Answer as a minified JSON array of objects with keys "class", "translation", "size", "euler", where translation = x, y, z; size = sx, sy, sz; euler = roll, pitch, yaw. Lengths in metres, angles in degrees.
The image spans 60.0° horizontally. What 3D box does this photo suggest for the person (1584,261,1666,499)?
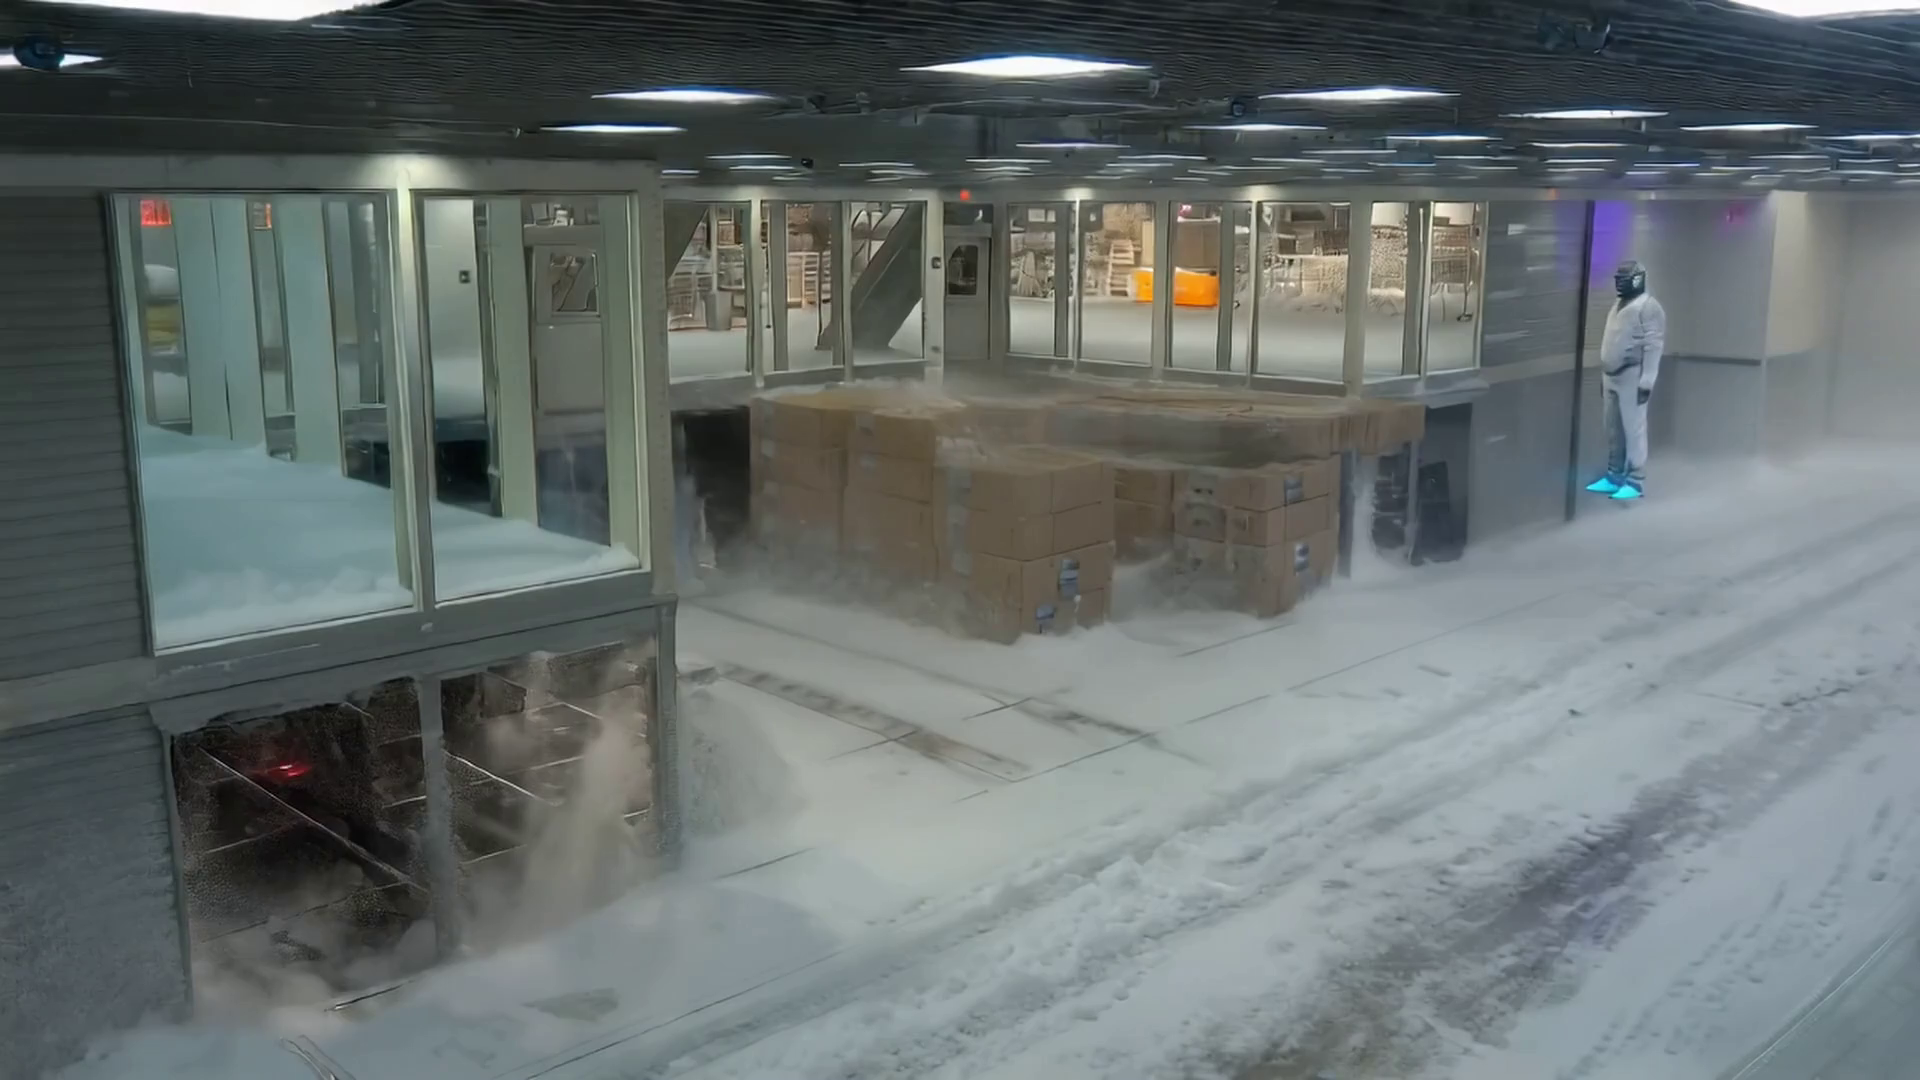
[{"class":"person","translation":[5.360,-1.290,13.427],"size":[0.403,1.906,0.651],"euler":[-2,11,-9]}]
